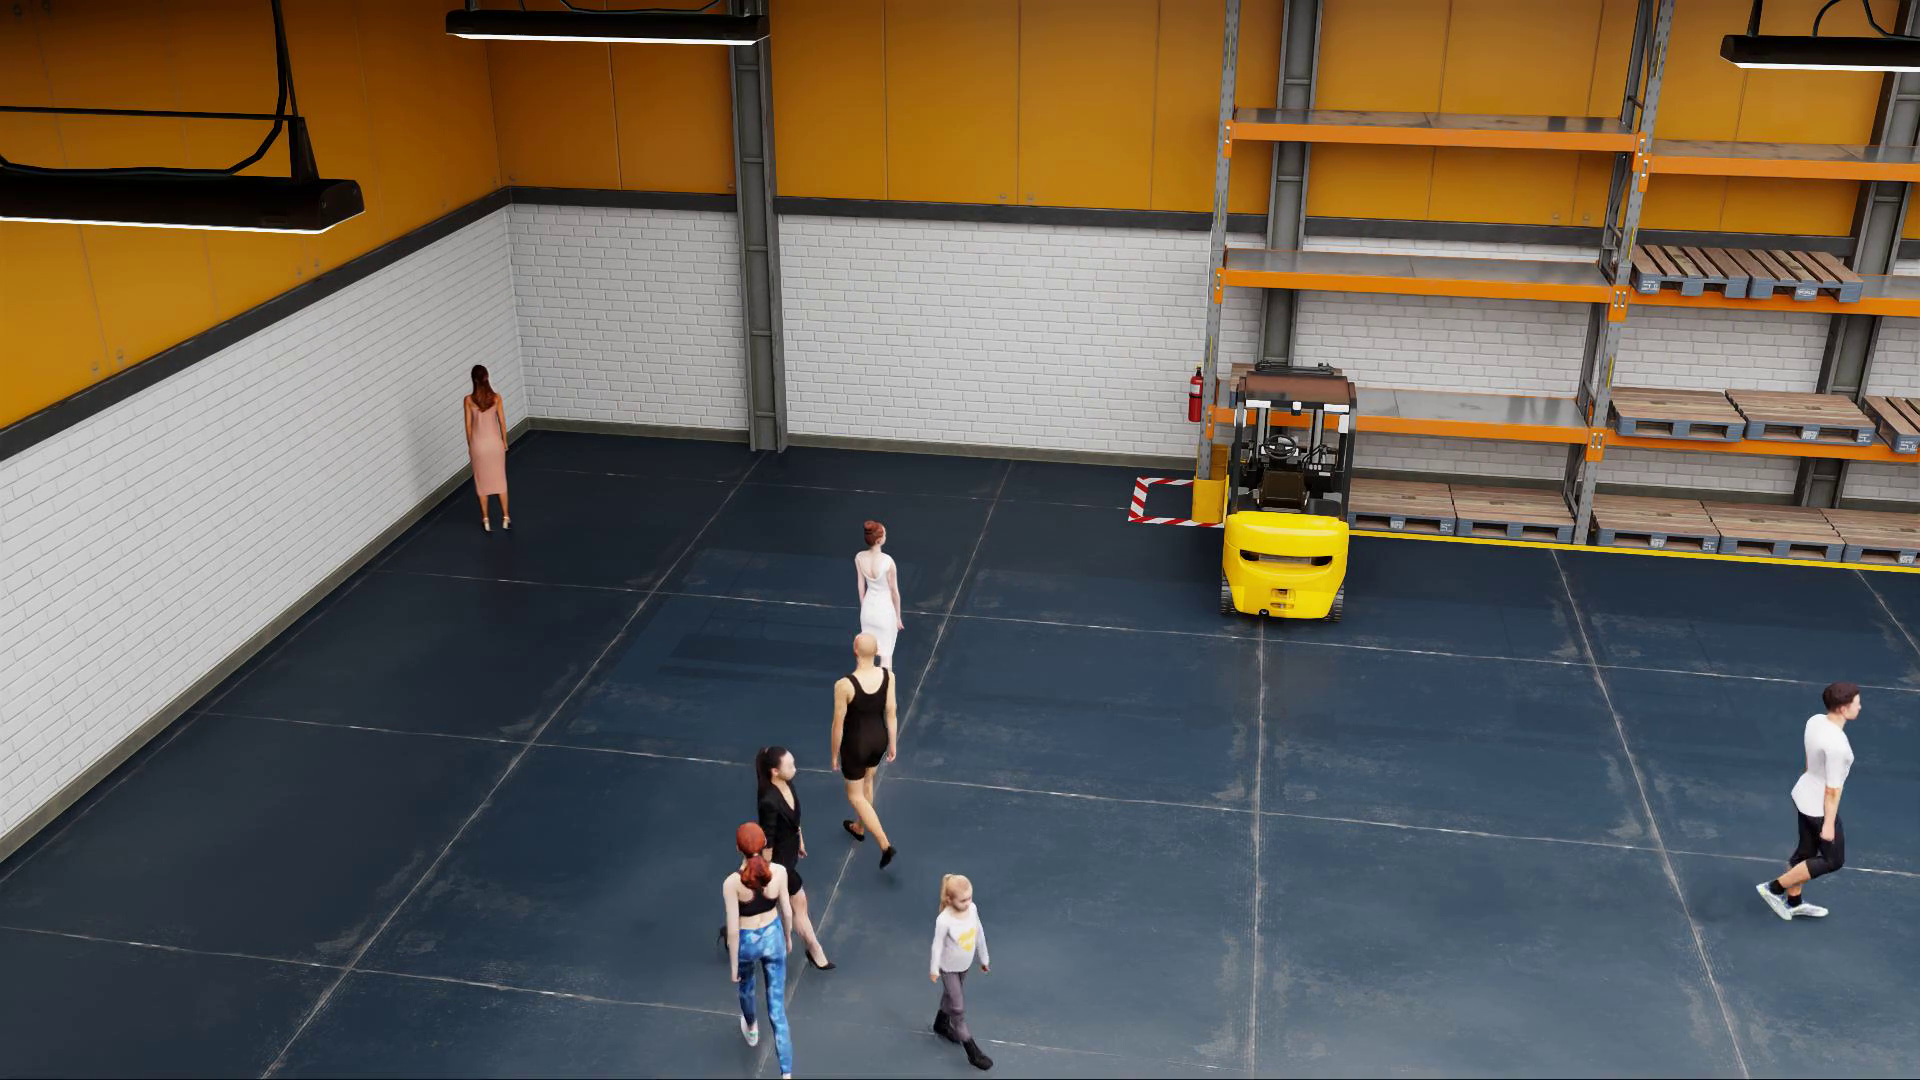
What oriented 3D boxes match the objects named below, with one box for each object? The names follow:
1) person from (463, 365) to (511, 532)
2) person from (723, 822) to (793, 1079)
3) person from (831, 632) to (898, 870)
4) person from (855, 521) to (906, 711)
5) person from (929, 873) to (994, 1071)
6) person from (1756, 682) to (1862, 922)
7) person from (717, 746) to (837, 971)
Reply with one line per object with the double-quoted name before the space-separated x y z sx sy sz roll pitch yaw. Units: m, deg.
"person" -5.054 -0.986 17.753 0.612 1.831 0.710 -9 25 -20
"person" -1.152 2.525 9.837 1.216 1.738 1.066 -9 25 -19
"person" -0.658 1.538 12.028 1.081 1.792 1.129 -14 27 -29
"person" -0.700 0.650 14.057 0.543 1.793 0.693 15 28 30
"person" -0.073 2.590 10.288 0.779 1.257 0.897 -21 31 -40
"person" 5.781 1.798 11.367 0.748 1.844 0.684 3 24 8
"person" -1.287 2.100 10.913 1.047 1.655 0.605 4 24 9
